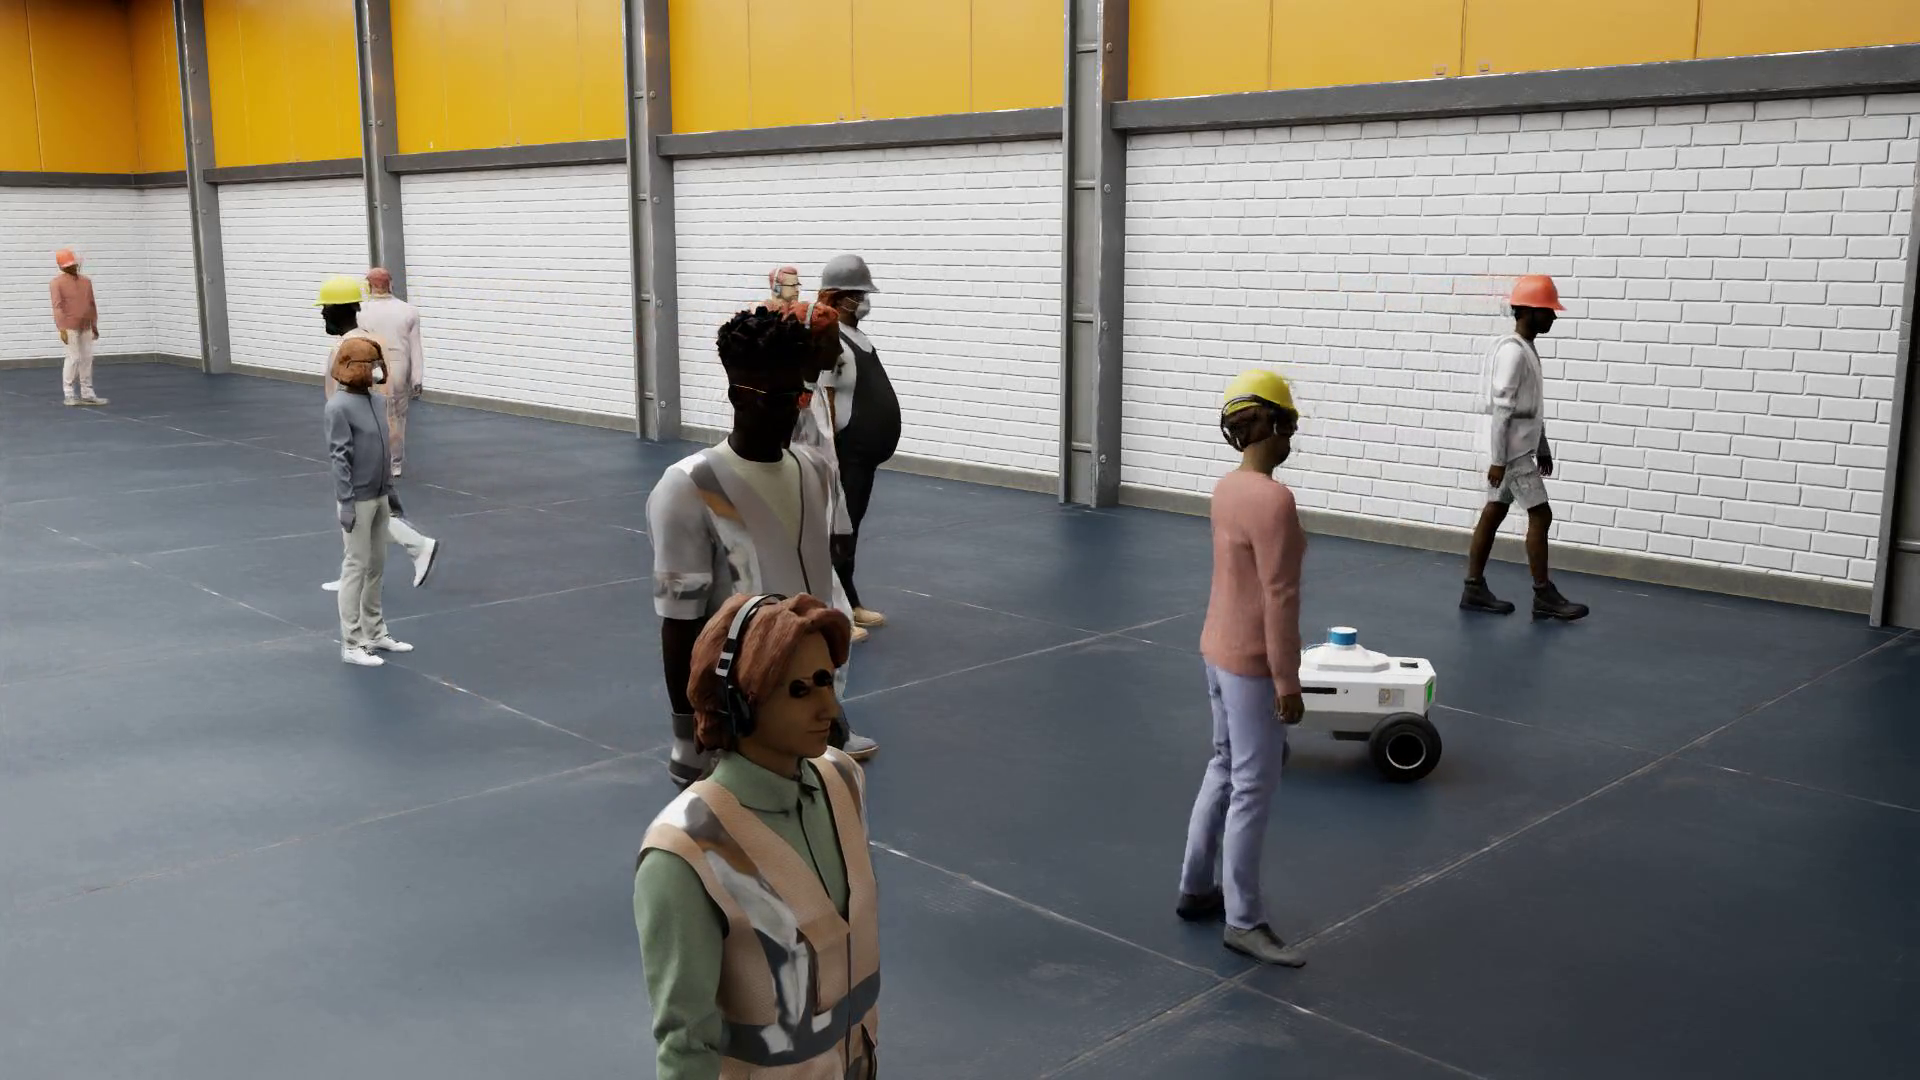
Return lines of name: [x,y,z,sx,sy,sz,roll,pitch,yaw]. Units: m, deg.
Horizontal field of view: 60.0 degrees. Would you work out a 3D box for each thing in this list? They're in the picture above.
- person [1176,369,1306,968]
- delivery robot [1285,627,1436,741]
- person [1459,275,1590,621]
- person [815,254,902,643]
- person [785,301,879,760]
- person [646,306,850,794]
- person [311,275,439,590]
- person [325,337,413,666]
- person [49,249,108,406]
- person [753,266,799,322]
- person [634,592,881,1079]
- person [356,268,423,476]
person: [0.846,0.376,4.948,0.336,1.735,0.621,-1,10,-5]
delivery robot: [1.536,0.594,6.701,0.707,0.478,0.477,1,10,8]
person: [3.206,-0.500,9.225,0.832,1.905,0.567,4,11,22]
person: [-0.579,-0.494,8.837,0.536,2.000,0.687,2,11,10]
person: [-0.557,-0.031,6.782,0.705,1.862,0.605,1,10,6]
person: [-0.498,0.404,4.146,0.362,1.962,0.613,7,12,33]
person: [-3.496,-0.612,9.866,0.658,1.909,0.594,-1,10,-3]
person: [-2.964,-0.199,8.344,0.294,1.632,0.513,1,10,7]
person: [-11.081,-2.650,20.841,0.439,1.960,0.669,2,11,13]
person: [-1.285,-1.058,12.284,0.409,1.908,0.644,5,12,26]
person: [-0.276,0.879,2.447,0.308,1.641,0.514,4,11,23]
person: [-4.973,-1.410,14.351,0.651,1.865,0.997,-5,12,-27]
